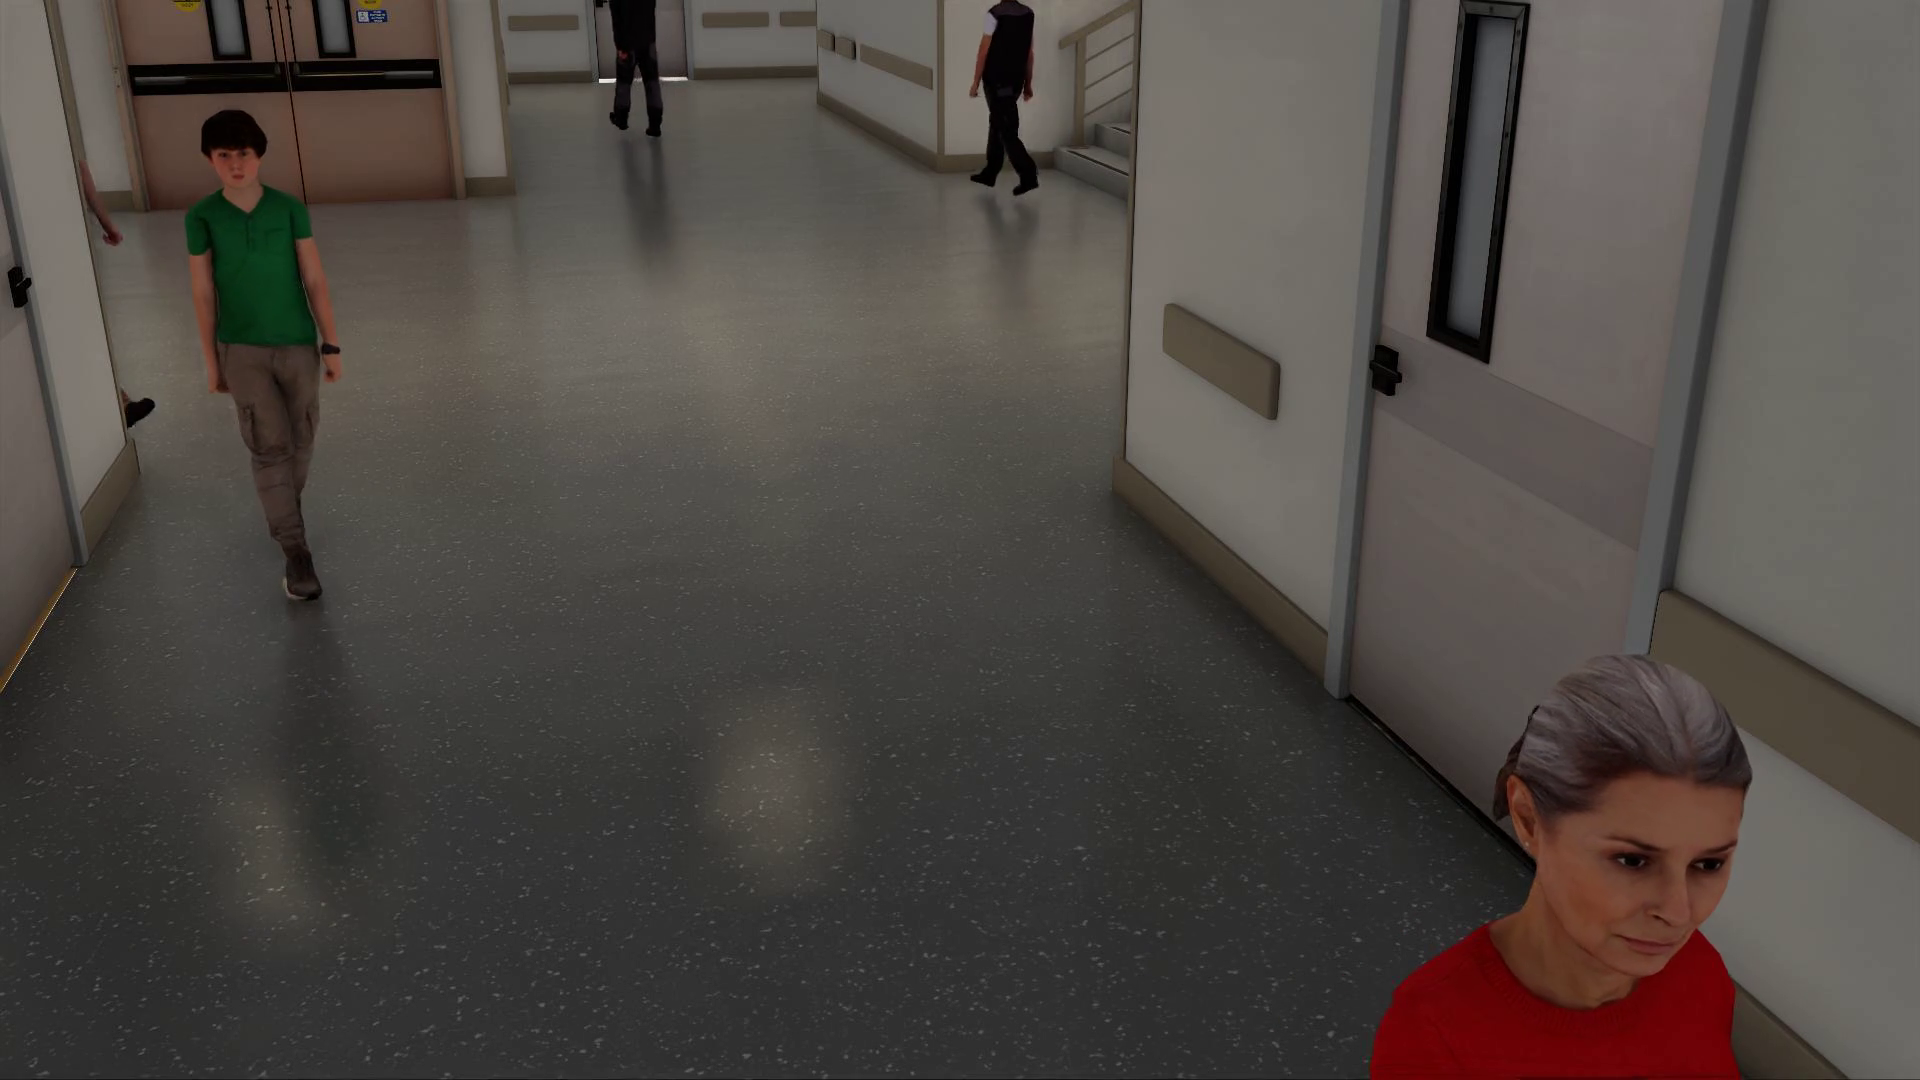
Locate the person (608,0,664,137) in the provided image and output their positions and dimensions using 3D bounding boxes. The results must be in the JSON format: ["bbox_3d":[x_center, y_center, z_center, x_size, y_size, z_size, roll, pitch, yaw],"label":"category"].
[{"bbox_3d":[-3.303,-5.125,17.229,1.242,1.898,1.025,-13,24,-31],"label":"person"}]

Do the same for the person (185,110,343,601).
[{"bbox_3d":[-2.435,-0.669,5.854,1.118,1.622,0.842,-11,23,-26],"label":"person"}]

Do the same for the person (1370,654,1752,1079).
[{"bbox_3d":[0.523,0.888,1.639,0.523,1.696,0.649,-10,23,-25],"label":"person"}]

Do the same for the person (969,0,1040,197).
[{"bbox_3d":[0.422,-3.733,13.675,1.204,1.812,1.072,-18,27,-39],"label":"person"}]
